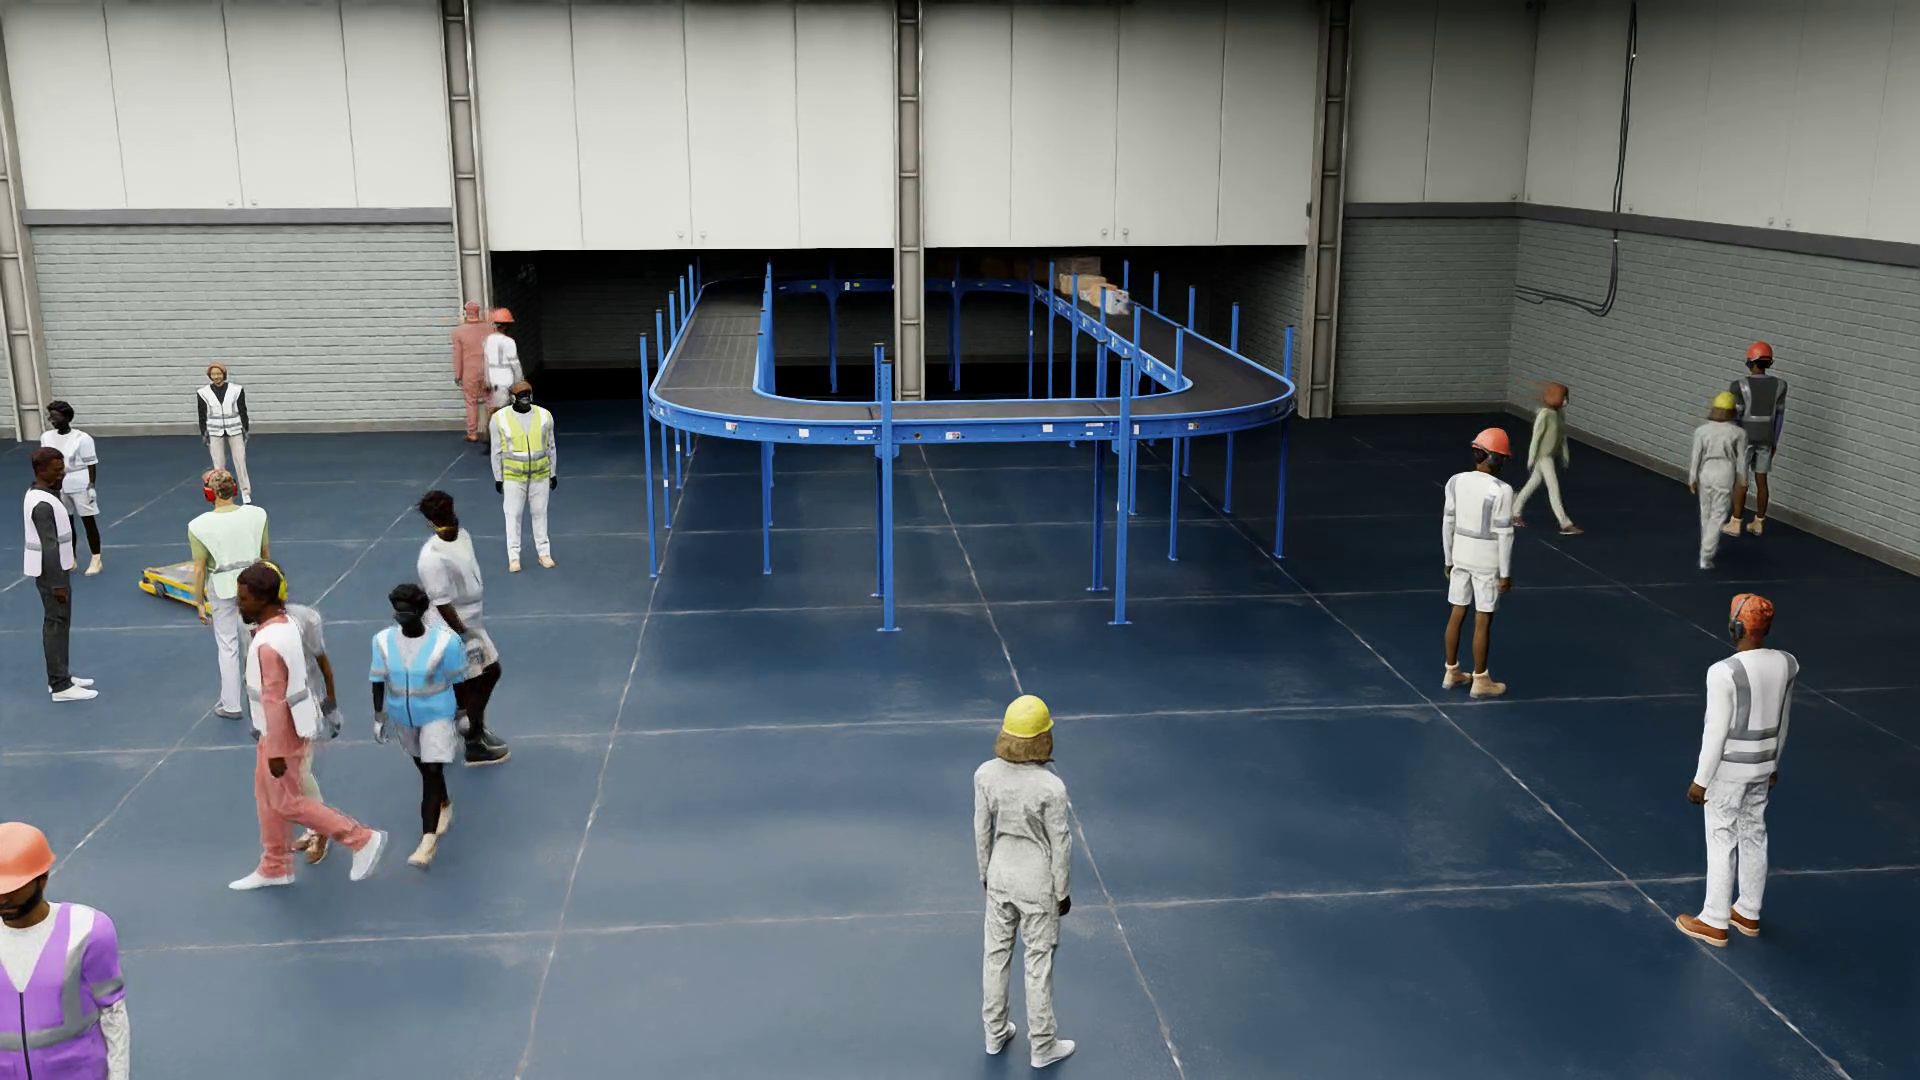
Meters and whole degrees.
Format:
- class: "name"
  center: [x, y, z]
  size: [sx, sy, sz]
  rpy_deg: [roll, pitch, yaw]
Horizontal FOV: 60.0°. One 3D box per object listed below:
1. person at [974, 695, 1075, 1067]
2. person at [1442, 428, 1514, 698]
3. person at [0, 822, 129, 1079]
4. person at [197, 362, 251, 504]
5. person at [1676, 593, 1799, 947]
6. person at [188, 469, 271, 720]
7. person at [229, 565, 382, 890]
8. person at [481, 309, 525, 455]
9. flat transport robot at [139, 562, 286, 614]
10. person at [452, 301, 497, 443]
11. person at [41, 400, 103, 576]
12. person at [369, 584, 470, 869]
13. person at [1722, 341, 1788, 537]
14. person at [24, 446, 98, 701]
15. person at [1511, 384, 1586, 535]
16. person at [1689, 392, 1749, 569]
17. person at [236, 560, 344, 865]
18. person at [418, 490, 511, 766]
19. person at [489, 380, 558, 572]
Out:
- class: "person"
  center: [0.298, 1.543, 7.583]
  size: [0.484, 1.745, 0.297]
  rpy_deg: [9, 17, 32]
- class: "person"
  center: [3.908, 0.166, 12.508]
  size: [0.403, 2.033, 0.606]
  rpy_deg: [-9, 16, -31]
- class: "person"
  center: [-3.192, 1.887, 5.813]
  size: [0.543, 1.939, 0.371]
  rpy_deg: [-3, 14, -12]
- class: "person"
  center: [-8.301, -1.199, 18.787]
  size: [0.519, 1.633, 0.311]
  rpy_deg: [-5, 15, -20]
- class: "person"
  center: [4.061, 1.198, 8.685]
  size: [0.584, 1.879, 0.337]
  rpy_deg: [-6, 15, -24]
- class: "person"
  center: [-5.218, 0.398, 11.984]
  size: [0.394, 1.836, 0.560]
  rpy_deg: [13, 19, 43]
- class: "person"
  center: [-3.723, 1.050, 9.253]
  size: [0.754, 1.901, 0.600]
  rpy_deg: [-5, 15, -19]
- class: "person"
  center: [-5.951, -2.089, 21.846]
  size: [0.559, 1.881, 1.016]
  rpy_deg: [12, 19, 40]
- class: "flat transport robot"
  center: [-6.826, 0.400, 15.147]
  size: [1.431, 0.197, 0.652]
  rpy_deg: [11, 18, 38]
- class: "person"
  center: [-6.557, -2.278, 22.543]
  size: [0.643, 1.909, 0.410]
  rpy_deg: [-10, 17, -34]
- class: "person"
  center: [-8.450, -0.494, 15.828]
  size: [0.536, 1.696, 0.322]
  rpy_deg: [2, 14, 7]
- class: "person"
  center: [-3.171, 1.051, 9.736]
  size: [0.528, 1.641, 0.851]
  rpy_deg: [2, 14, 7]
- class: "person"
  center: [8.248, -1.050, 17.348]
  size: [0.605, 2.045, 0.387]
  rpy_deg: [-1, 14, -4]
- class: "person"
  center: [-6.773, 0.249, 12.414]
  size: [0.372, 1.912, 0.596]
  rpy_deg: [-8, 16, -29]
- class: "person"
  center: [6.221, -0.868, 17.545]
  size: [0.876, 1.578, 0.511]
  rpy_deg: [12, 18, 40]
- class: "person"
  center: [7.365, -0.581, 16.155]
  size: [0.616, 1.739, 0.494]
  rpy_deg: [-13, 19, -42]
- class: "person"
  center: [-3.870, 0.981, 9.657]
  size: [0.529, 1.831, 0.586]
  rpy_deg: [1, 14, 6]
- class: "person"
  center: [-3.289, 0.582, 11.082]
  size: [0.458, 1.923, 0.656]
  rpy_deg: [0, 14, -2]
- class: "person"
  center: [-4.190, -0.623, 16.047]
  size: [0.630, 1.846, 0.429]
  rpy_deg: [-7, 16, -27]
